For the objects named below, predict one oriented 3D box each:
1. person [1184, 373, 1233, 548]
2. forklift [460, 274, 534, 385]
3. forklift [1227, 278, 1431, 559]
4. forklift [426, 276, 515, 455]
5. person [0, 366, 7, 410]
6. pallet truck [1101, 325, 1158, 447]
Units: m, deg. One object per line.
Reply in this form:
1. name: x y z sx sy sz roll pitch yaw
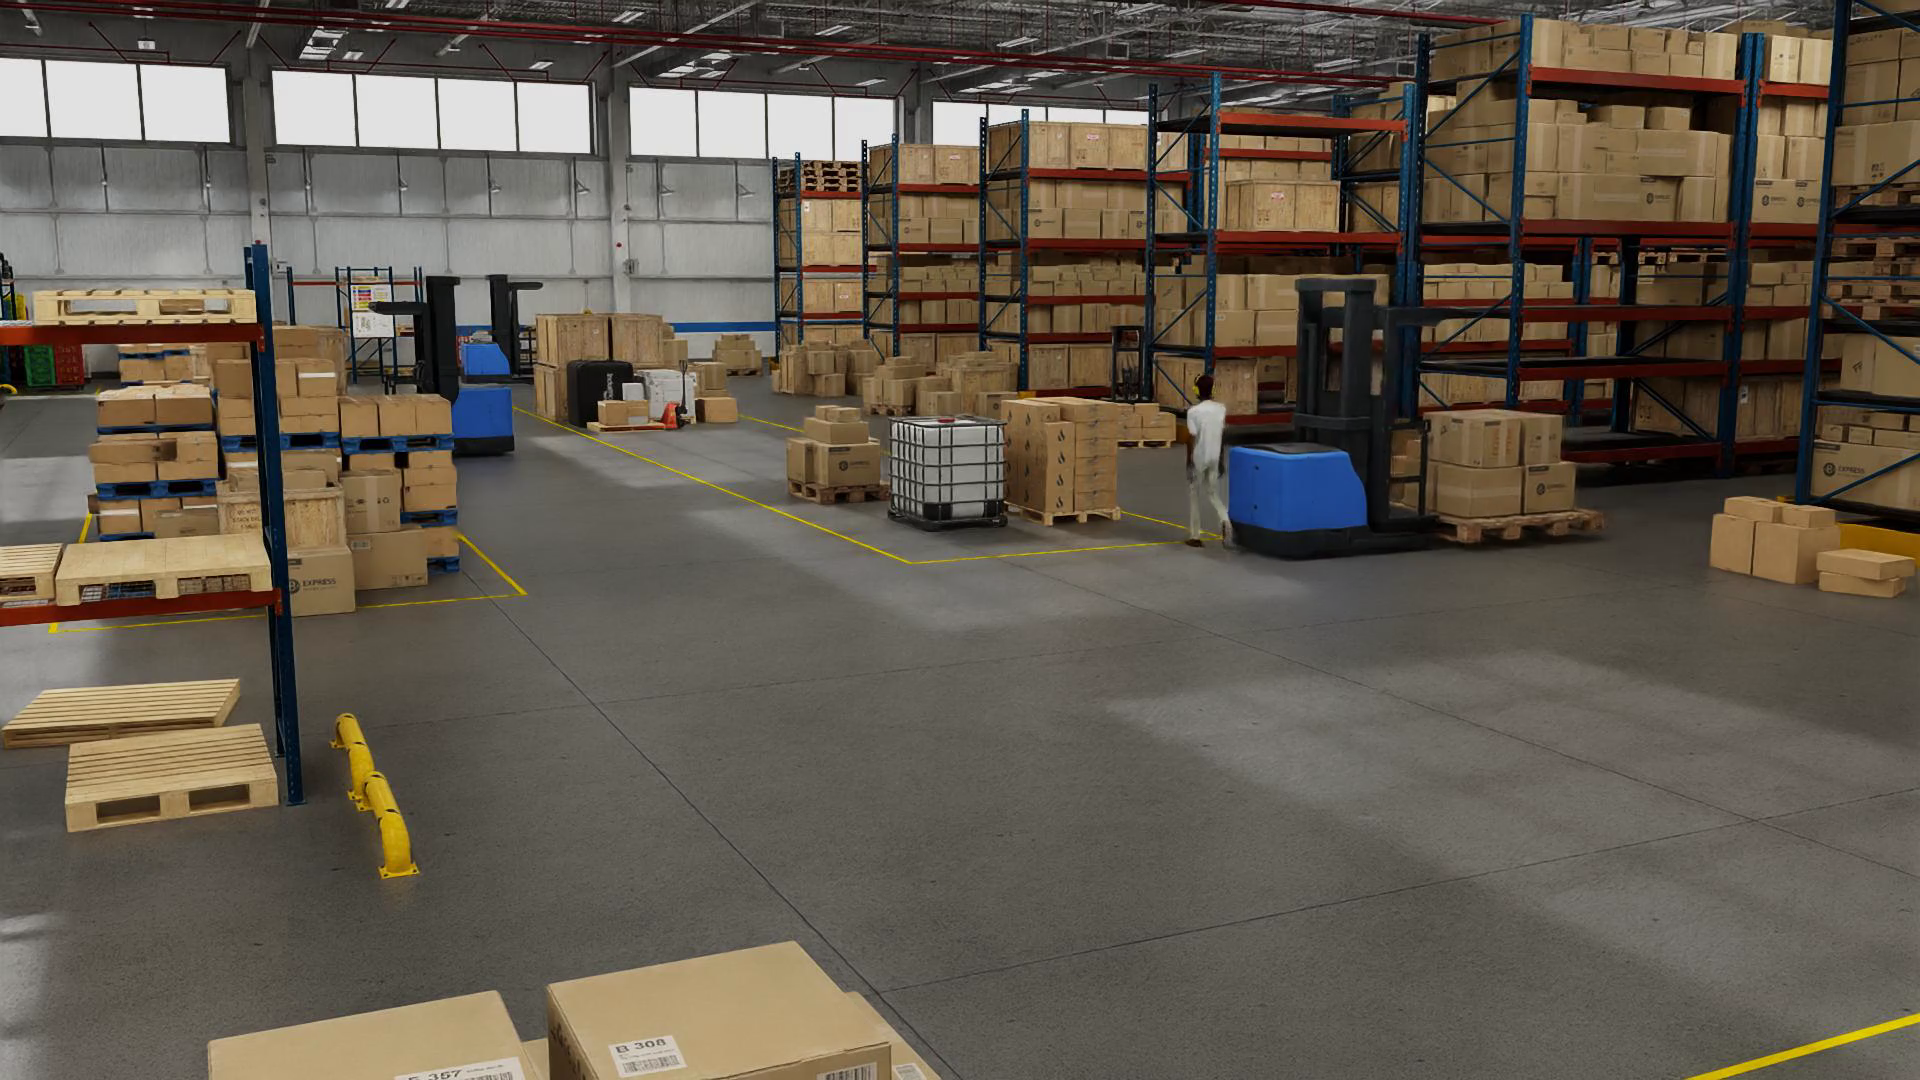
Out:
1. person: 2.584 -0.805 17.274 0.530 1.853 0.676 -4 10 -23
2. forklift: -11.693 -5.343 42.238 1.873 2.768 1.129 -4 10 -25
3. forklift: 3.814 -1.303 17.174 1.873 2.768 1.129 -4 10 -25
4. forklift: -8.069 -2.737 26.069 1.873 2.768 1.129 -4 10 -25
5. person: -19.909 -3.497 33.877 0.666 1.866 1.048 3 10 20
6. pallet truck: 2.881 -2.596 27.923 0.823 1.965 1.885 -1 9 -7
